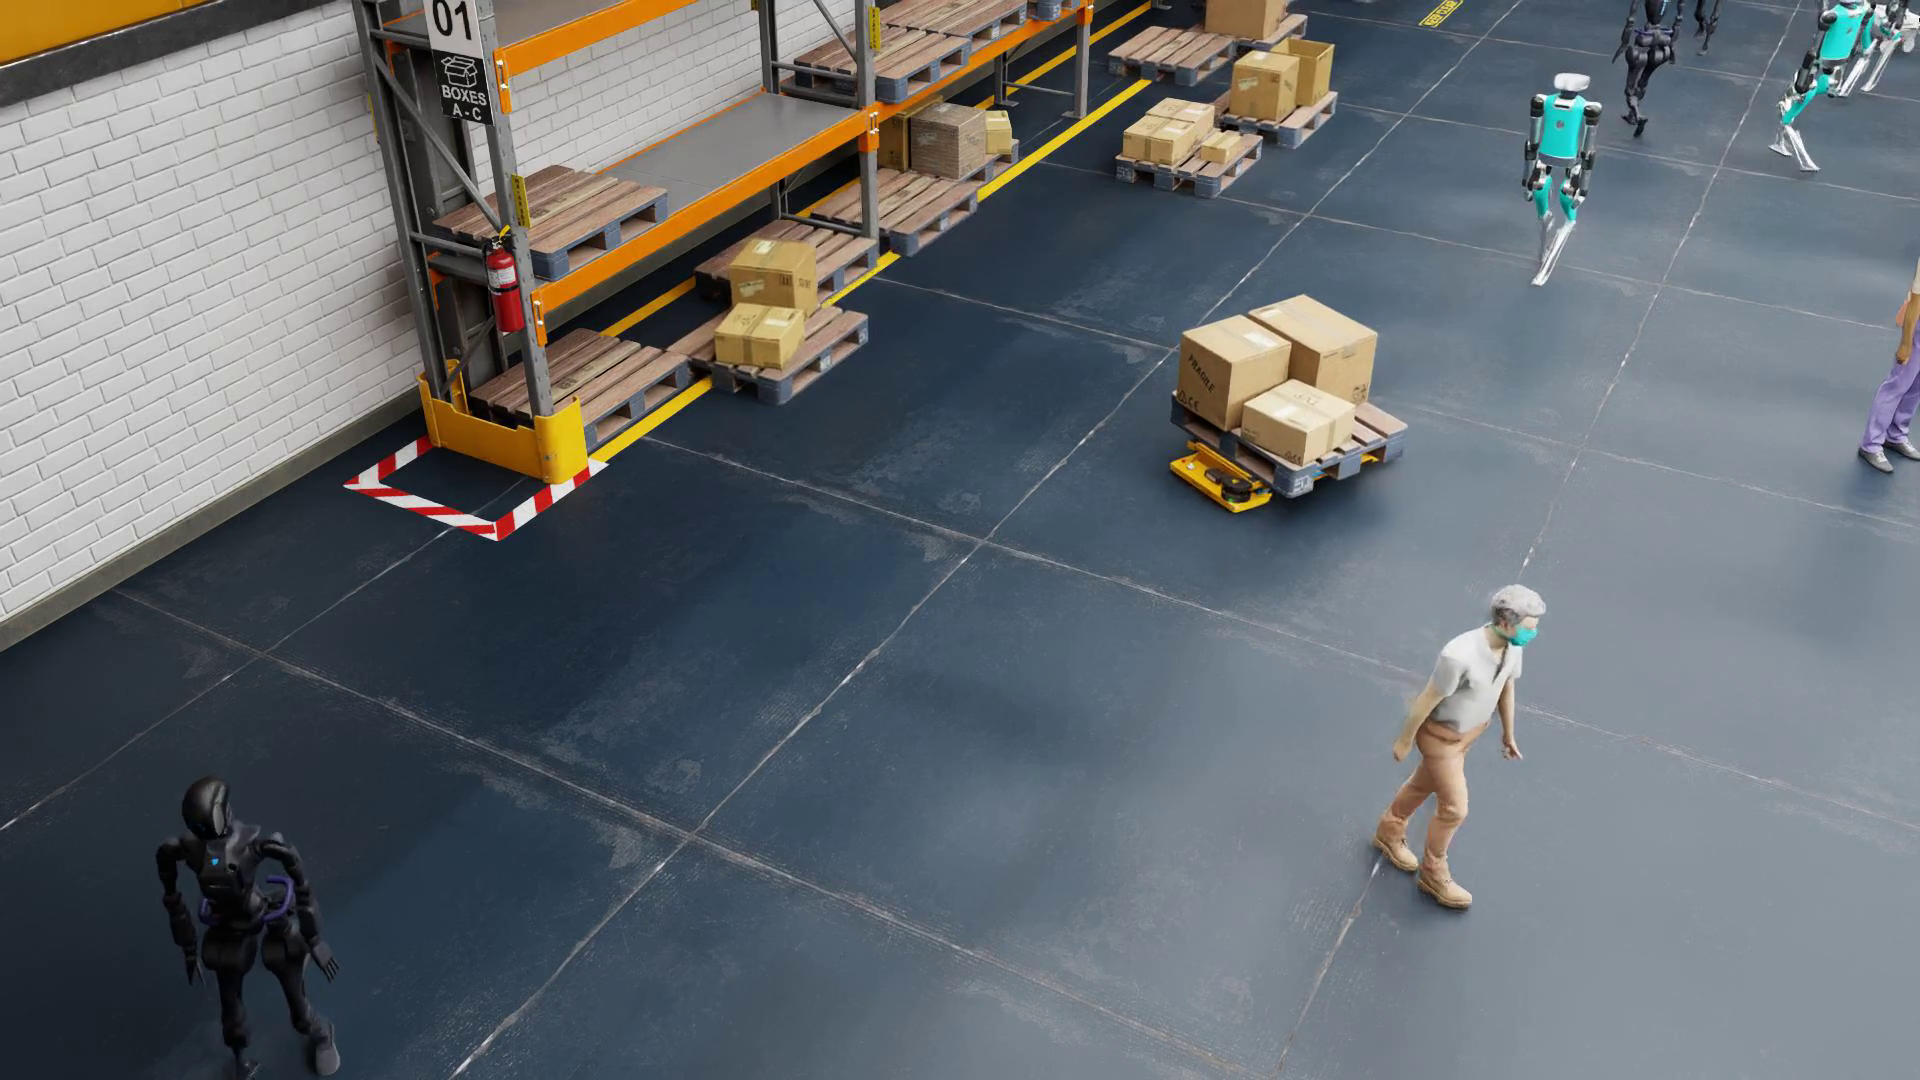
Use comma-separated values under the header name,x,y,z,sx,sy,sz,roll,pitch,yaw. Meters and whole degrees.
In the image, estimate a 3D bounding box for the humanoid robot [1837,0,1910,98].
name,x,y,z,sx,sy,sz,roll,pitch,yaw
humanoid robot,9.338,-5.309,16.841,0.975,1.742,0.539,-27,42,-35

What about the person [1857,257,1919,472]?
name,x,y,z,sx,sy,sz,roll,pitch,yaw
person,6.249,-1.335,10.740,0.566,1.841,0.380,-16,37,-22

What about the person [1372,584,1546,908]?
name,x,y,z,sx,sy,sz,roll,pitch,yaw
person,2.251,0.893,7.506,0.505,1.690,0.698,-23,40,-31

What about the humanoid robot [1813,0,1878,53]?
name,x,y,z,sx,sy,sz,roll,pitch,yaw
humanoid robot,9.816,-6.253,18.278,0.544,1.762,0.906,-22,39,-29

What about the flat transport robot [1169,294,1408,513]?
name,x,y,z,sx,sy,sz,roll,pitch,yaw
flat transport robot,2.157,-0.589,11.039,1.431,0.231,0.659,-20,38,-27

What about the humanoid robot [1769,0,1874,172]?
name,x,y,z,sx,sy,sz,roll,pitch,yaw
humanoid robot,7.777,-4.239,15.231,0.542,1.733,0.977,-10,35,-15

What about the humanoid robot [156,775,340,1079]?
name,x,y,z,sx,sy,sz,roll,pitch,yaw
humanoid robot,-2.768,1.552,6.531,0.590,1.651,0.349,-4,34,-6

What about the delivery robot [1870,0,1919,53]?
name,x,y,z,sx,sy,sz,roll,pitch,yaw
delivery robot,10.424,-5.812,18.699,0.526,0.614,0.785,-3,34,-4

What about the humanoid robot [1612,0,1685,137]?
name,x,y,z,sx,sy,sz,roll,pitch,yaw
humanoid robot,6.718,-4.792,16.135,0.613,1.630,0.628,-3,34,-4

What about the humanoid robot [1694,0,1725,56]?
name,x,y,z,sx,sy,sz,roll,pitch,yaw
humanoid robot,8.391,-6.239,18.336,0.588,1.638,0.702,21,39,29

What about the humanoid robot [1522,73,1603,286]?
name,x,y,z,sx,sy,sz,roll,pitch,yaw
humanoid robot,4.788,-2.861,13.220,0.547,1.861,0.849,21,39,28
